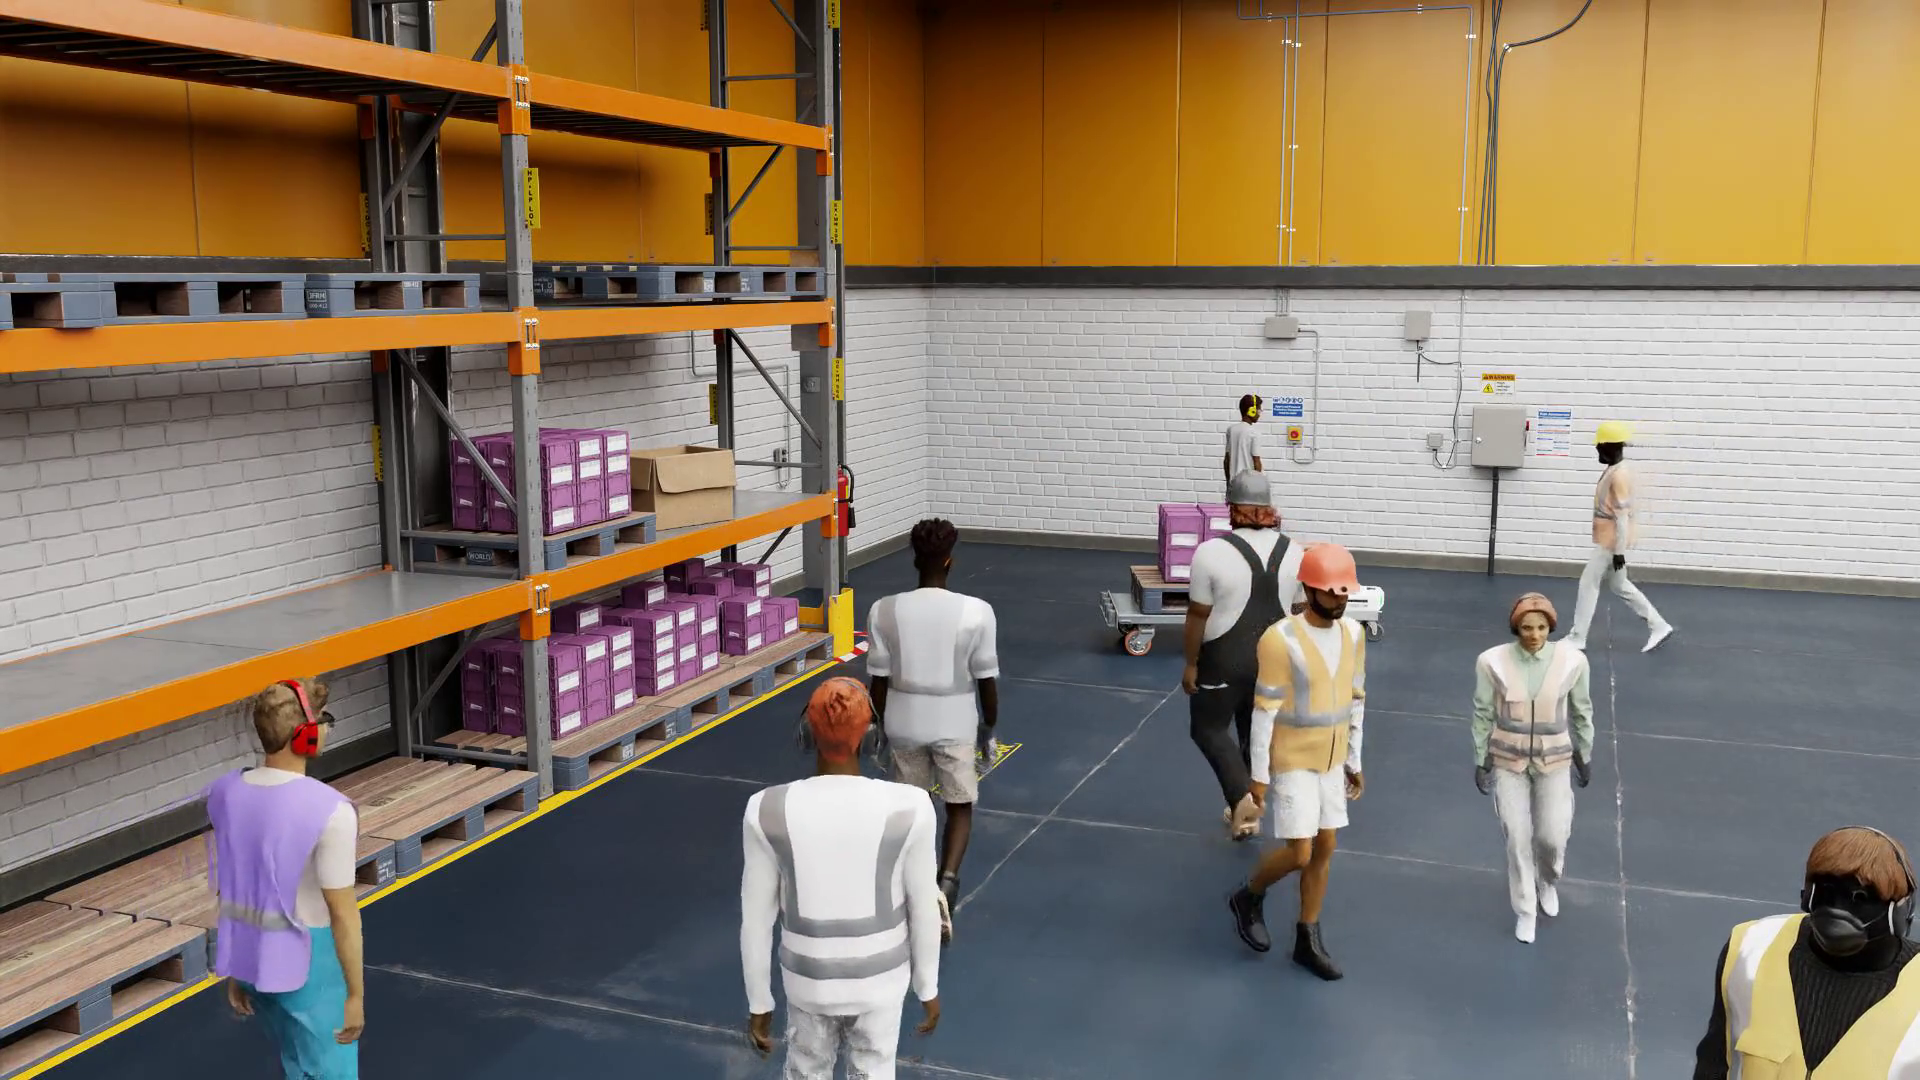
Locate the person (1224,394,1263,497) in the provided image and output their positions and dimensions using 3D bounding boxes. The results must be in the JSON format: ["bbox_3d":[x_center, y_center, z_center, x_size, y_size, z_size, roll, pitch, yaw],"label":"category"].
[{"bbox_3d":[2.831,-0.515,16.512,0.335,1.863,0.513,-6,11,-31],"label":"person"}]

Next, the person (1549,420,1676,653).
[{"bbox_3d":[5.283,-0.021,13.328,0.937,1.892,0.598,3,10,19],"label":"person"}]

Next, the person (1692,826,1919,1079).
[{"bbox_3d":[1.925,1.531,3.721,0.429,1.846,0.627,-8,12,-42],"label":"person"}]

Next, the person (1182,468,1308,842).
[{"bbox_3d":[1.528,0.614,8.859,0.693,2.000,0.678,-3,10,-19],"label":"person"}]

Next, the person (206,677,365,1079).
[{"bbox_3d":[-2.064,1.330,5.066,0.569,1.823,0.720,5,10,27],"label":"person"}]

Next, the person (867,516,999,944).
[{"bbox_3d":[-0.131,0.867,7.593,0.608,1.946,0.755,1,9,7],"label":"person"}]

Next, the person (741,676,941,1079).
[{"bbox_3d":[-0.346,1.330,4.908,0.580,1.868,0.511,1,9,3],"label":"person"}]

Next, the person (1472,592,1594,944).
[{"bbox_3d":[2.614,1.026,7.613,0.526,1.614,0.428,3,9,17],"label":"person"}]

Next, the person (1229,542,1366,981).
[{"bbox_3d":[1.497,0.939,7.190,0.560,1.918,0.538,-5,11,-31],"label":"person"}]

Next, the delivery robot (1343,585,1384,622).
[{"bbox_3d":[3.174,0.504,13.911,0.707,0.478,0.477,1,9,6],"label":"delivery robot"}]
